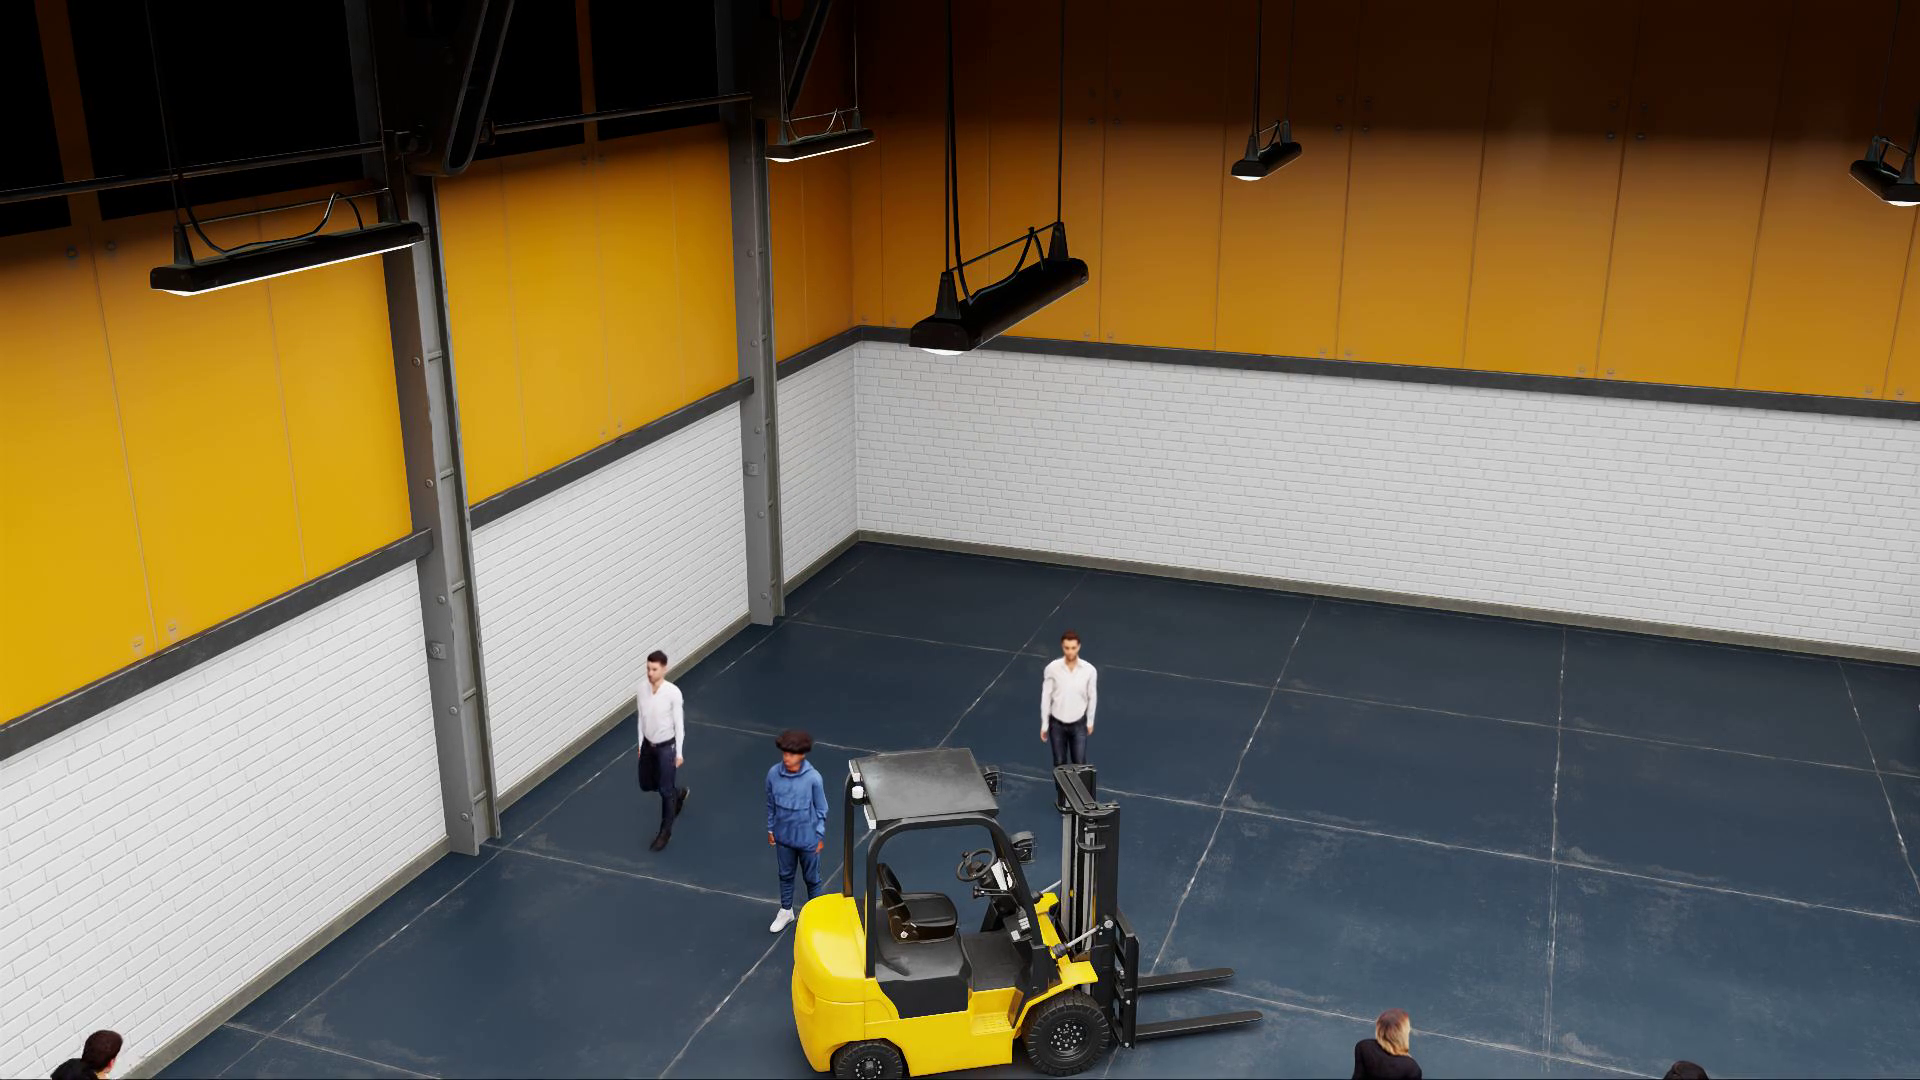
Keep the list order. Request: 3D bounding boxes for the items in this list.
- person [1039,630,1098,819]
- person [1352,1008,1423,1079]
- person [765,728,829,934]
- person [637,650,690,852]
[{"bbox_3d":[0.996,1.690,15.490,0.740,1.854,0.736,2,19,5],"label":"person"},{"bbox_3d":[2.573,3.589,10.141,0.672,1.670,0.657,16,24,39],"label":"person"},{"bbox_3d":[-1.324,2.367,13.557,0.675,1.806,0.542,6,20,17],"label":"person"},{"bbox_3d":[-2.662,1.834,15.064,0.679,1.854,0.949,9,21,25],"label":"person"}]
